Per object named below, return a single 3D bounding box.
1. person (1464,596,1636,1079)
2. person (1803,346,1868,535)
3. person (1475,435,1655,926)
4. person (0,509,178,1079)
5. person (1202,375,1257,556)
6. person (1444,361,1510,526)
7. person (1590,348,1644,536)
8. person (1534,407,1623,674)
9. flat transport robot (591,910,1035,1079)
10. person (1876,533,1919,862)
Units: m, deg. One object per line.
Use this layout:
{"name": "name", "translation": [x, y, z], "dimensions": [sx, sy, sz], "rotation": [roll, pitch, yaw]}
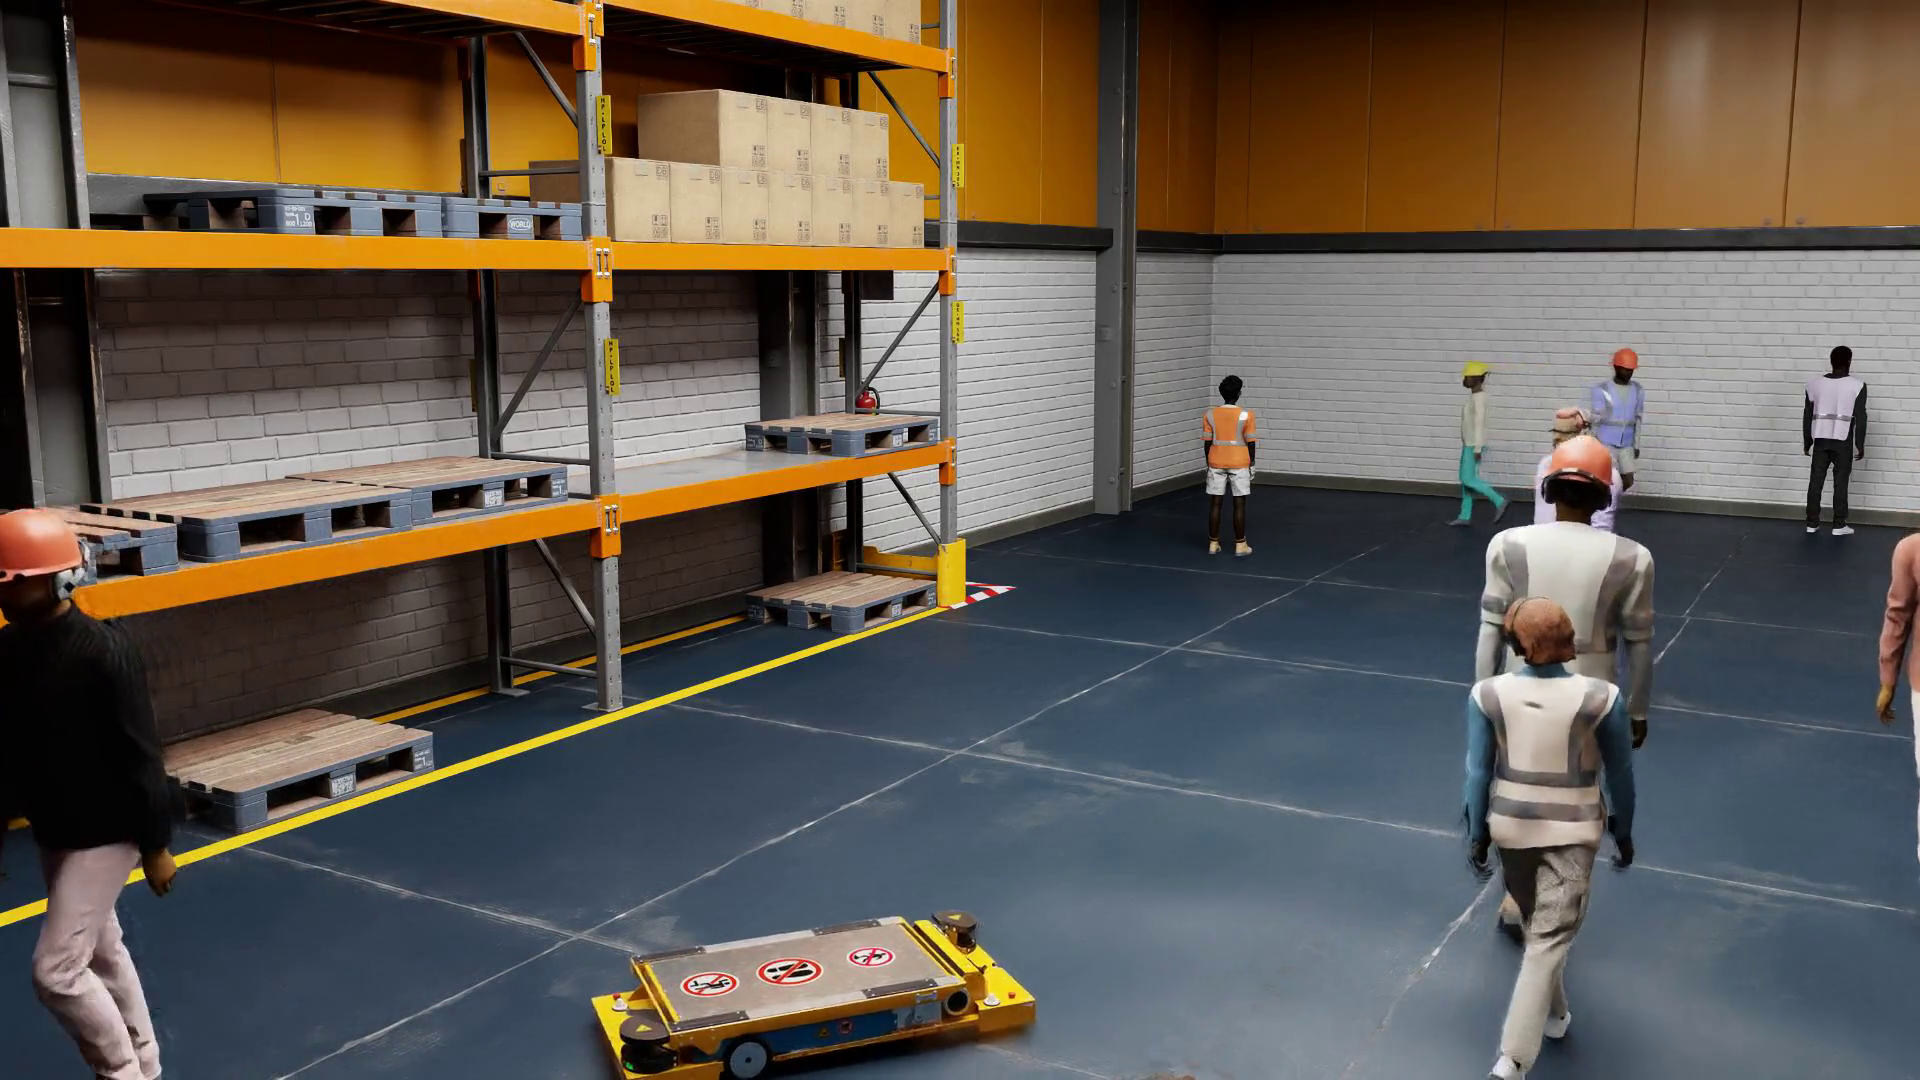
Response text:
{"name": "person", "translation": [1.901, 0.985, 5.461], "dimensions": [0.522, 1.595, 0.841], "rotation": [6, 11, 34]}
{"name": "person", "translation": [8.877, -1.009, 16.898], "dimensions": [0.385, 1.918, 0.596], "rotation": [-9, 13, -43]}
{"name": "person", "translation": [2.359, 0.601, 6.510], "dimensions": [0.655, 2.025, 0.575], "rotation": [4, 10, 23]}
{"name": "person", "translation": [-2.647, 0.878, 4.959], "dimensions": [0.606, 1.974, 0.613], "rotation": [6, 11, 34]}
{"name": "person", "translation": [2.535, -0.696, 15.635], "dimensions": [0.535, 1.697, 0.318], "rotation": [5, 10, 27]}
{"name": "person", "translation": [5.400, -0.990, 17.308], "dimensions": [0.554, 1.752, 0.530], "rotation": [2, 9, 13]}
{"name": "person", "translation": [6.606, -0.987, 16.781], "dimensions": [0.598, 1.912, 0.588], "rotation": [-2, 9, -9]}
{"name": "person", "translation": [3.540, 0.153, 9.828], "dimensions": [0.975, 1.855, 0.670], "rotation": [-4, 10, -24]}
{"name": "flat transport robot", "translation": [-0.518, 1.586, 5.831], "dimensions": [1.431, 0.197, 0.652], "rotation": [-4, 10, -22]}
{"name": "person", "translation": [4.102, 0.605, 6.749], "dimensions": [0.642, 1.937, 1.008], "rotation": [4, 10, 23]}
